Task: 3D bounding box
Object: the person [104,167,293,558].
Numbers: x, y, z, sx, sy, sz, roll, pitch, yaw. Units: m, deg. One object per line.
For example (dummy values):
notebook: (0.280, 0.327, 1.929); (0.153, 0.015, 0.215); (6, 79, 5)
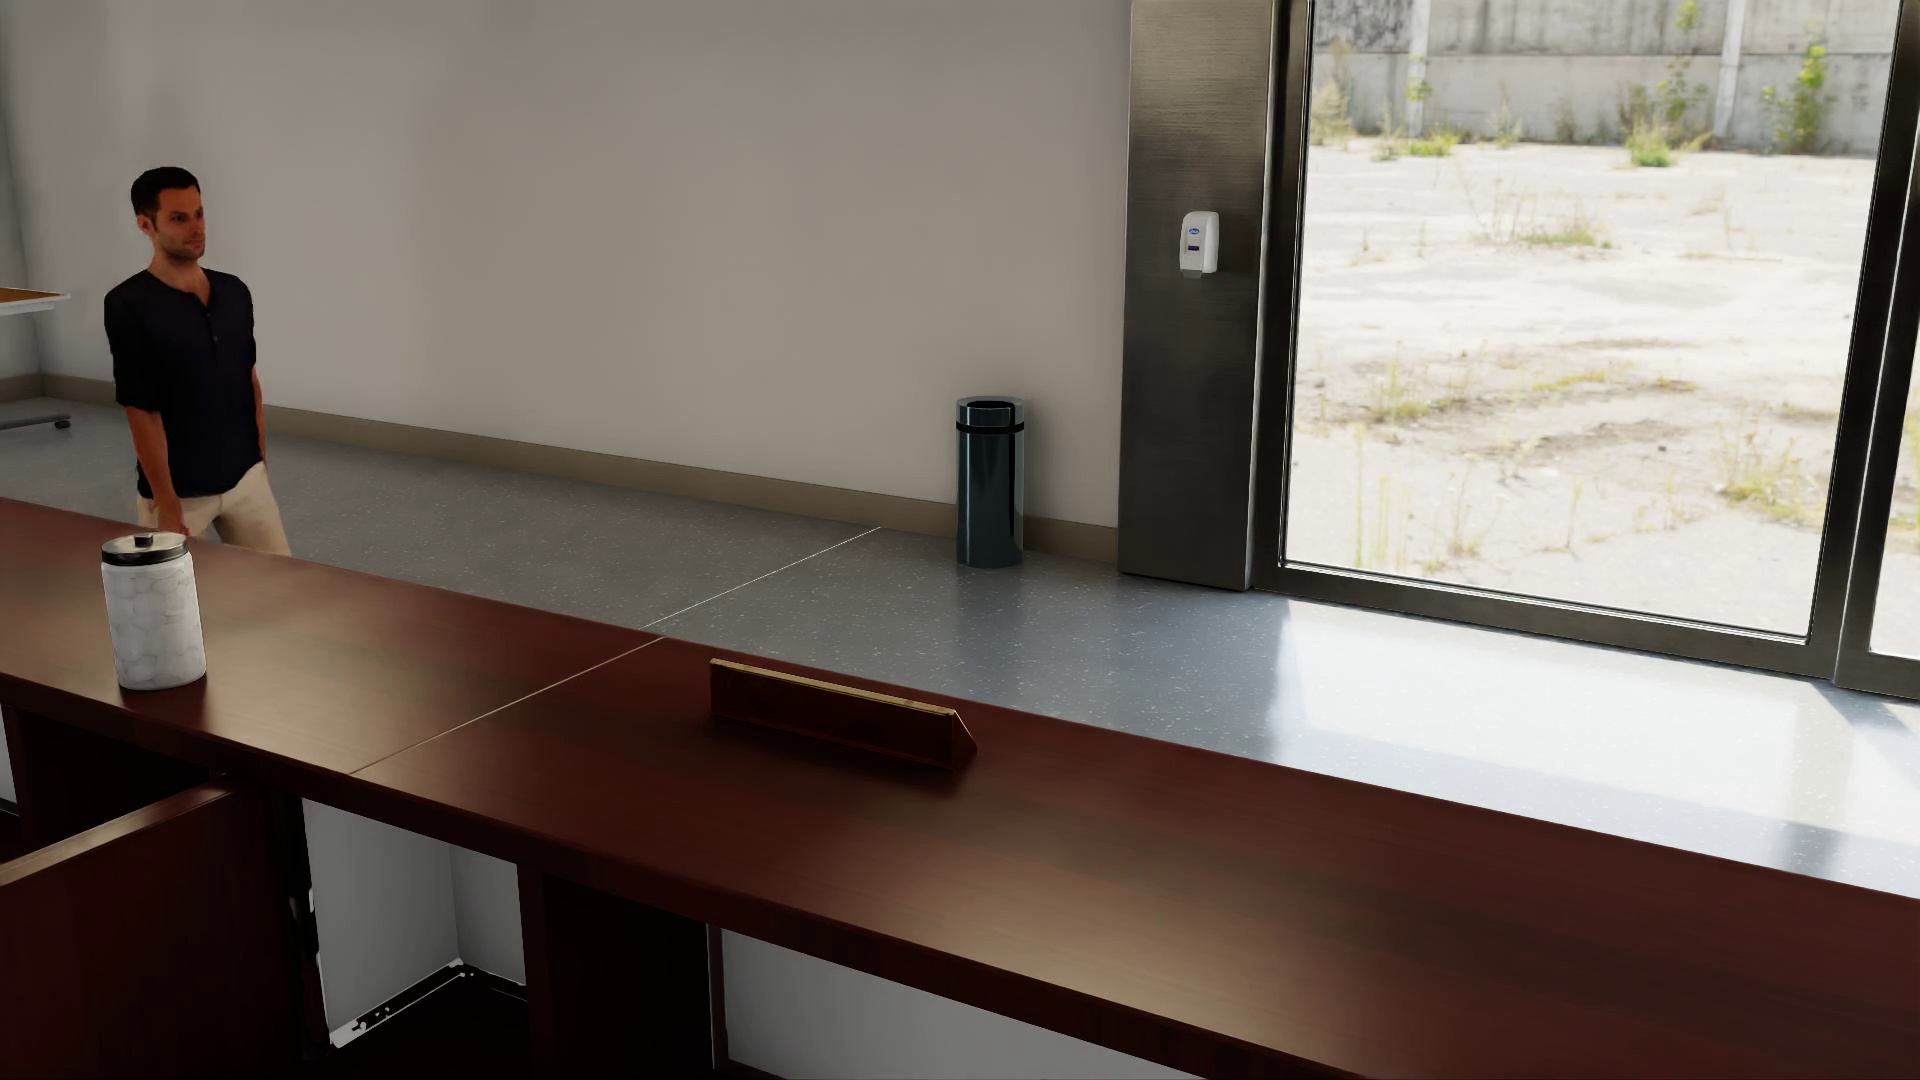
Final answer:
person: (-2.311, -0.159, 4.944); (0.750, 1.827, 0.901); (11, 19, 35)
